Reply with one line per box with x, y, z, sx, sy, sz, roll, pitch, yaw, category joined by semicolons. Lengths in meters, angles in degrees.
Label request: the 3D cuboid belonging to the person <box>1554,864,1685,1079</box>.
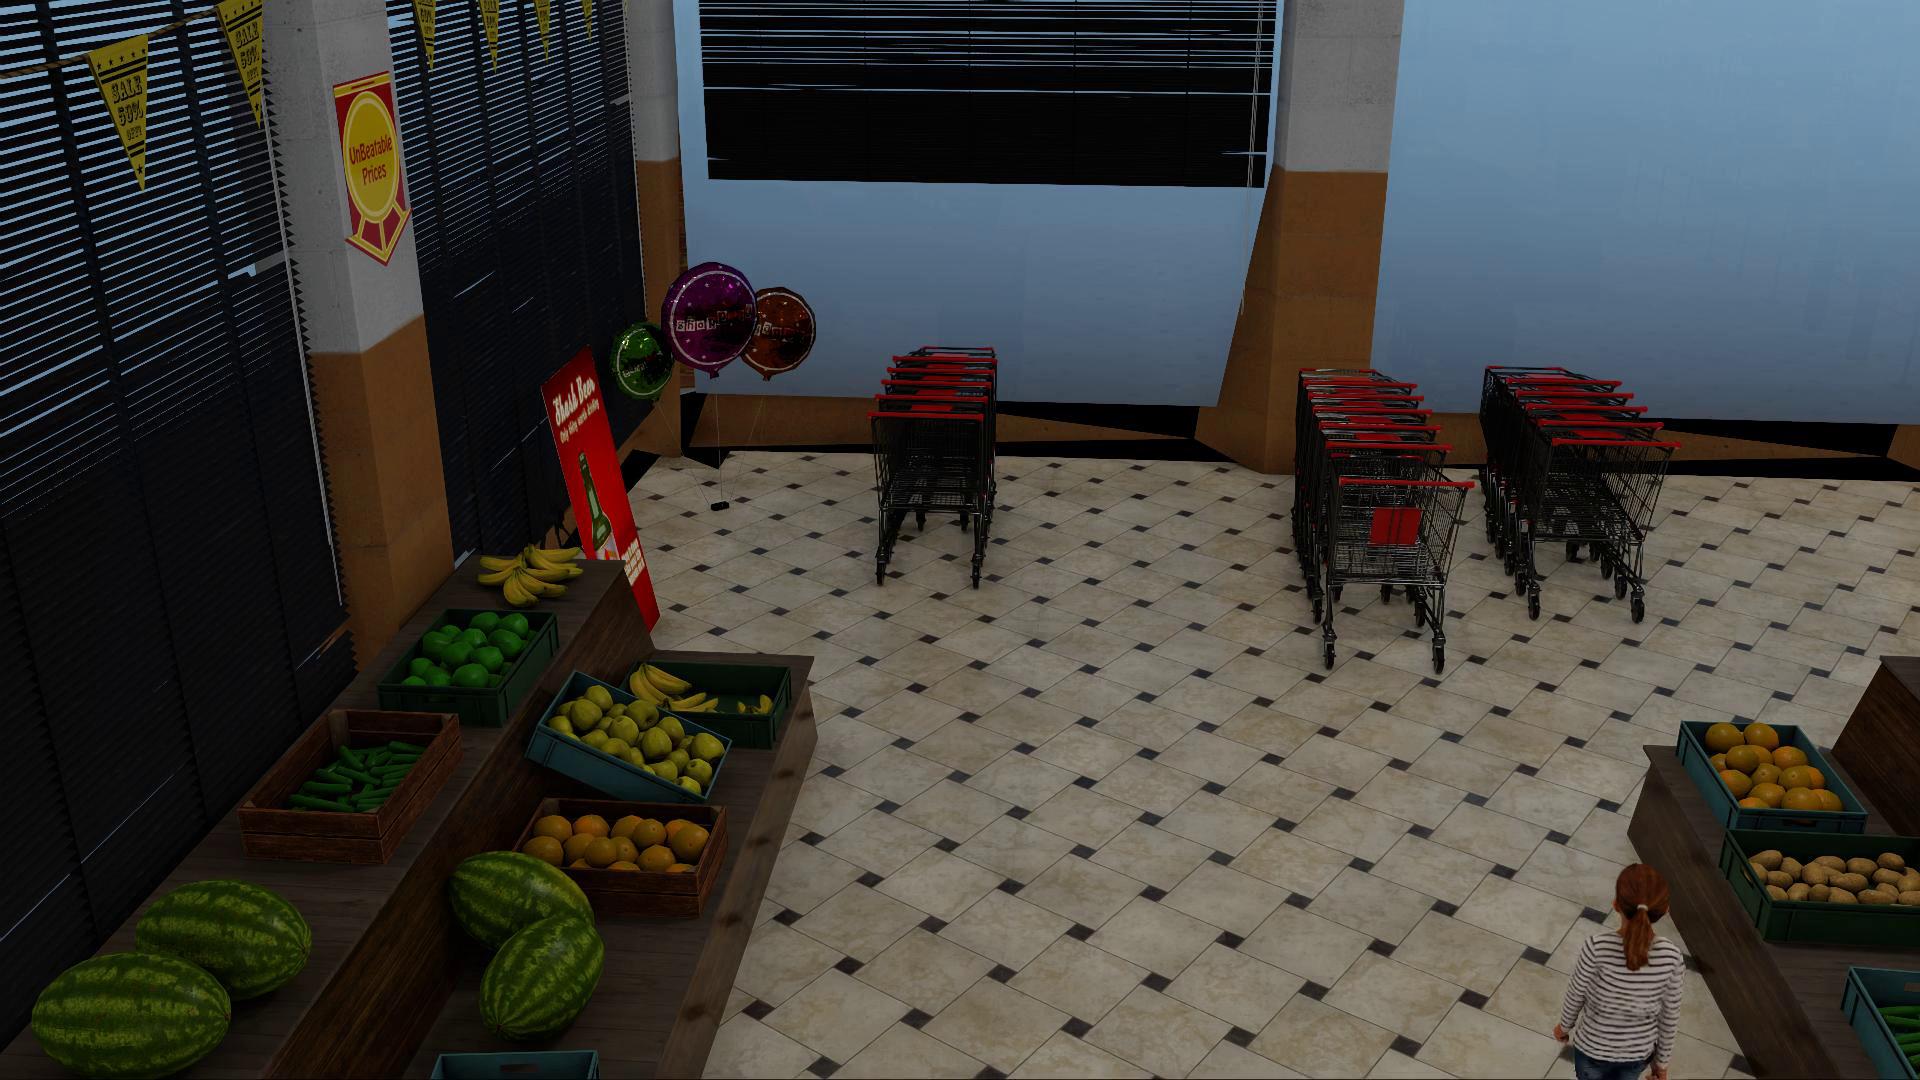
2.087;1.657;5.253;0.464;1.302;0.667;1;22;3;person
